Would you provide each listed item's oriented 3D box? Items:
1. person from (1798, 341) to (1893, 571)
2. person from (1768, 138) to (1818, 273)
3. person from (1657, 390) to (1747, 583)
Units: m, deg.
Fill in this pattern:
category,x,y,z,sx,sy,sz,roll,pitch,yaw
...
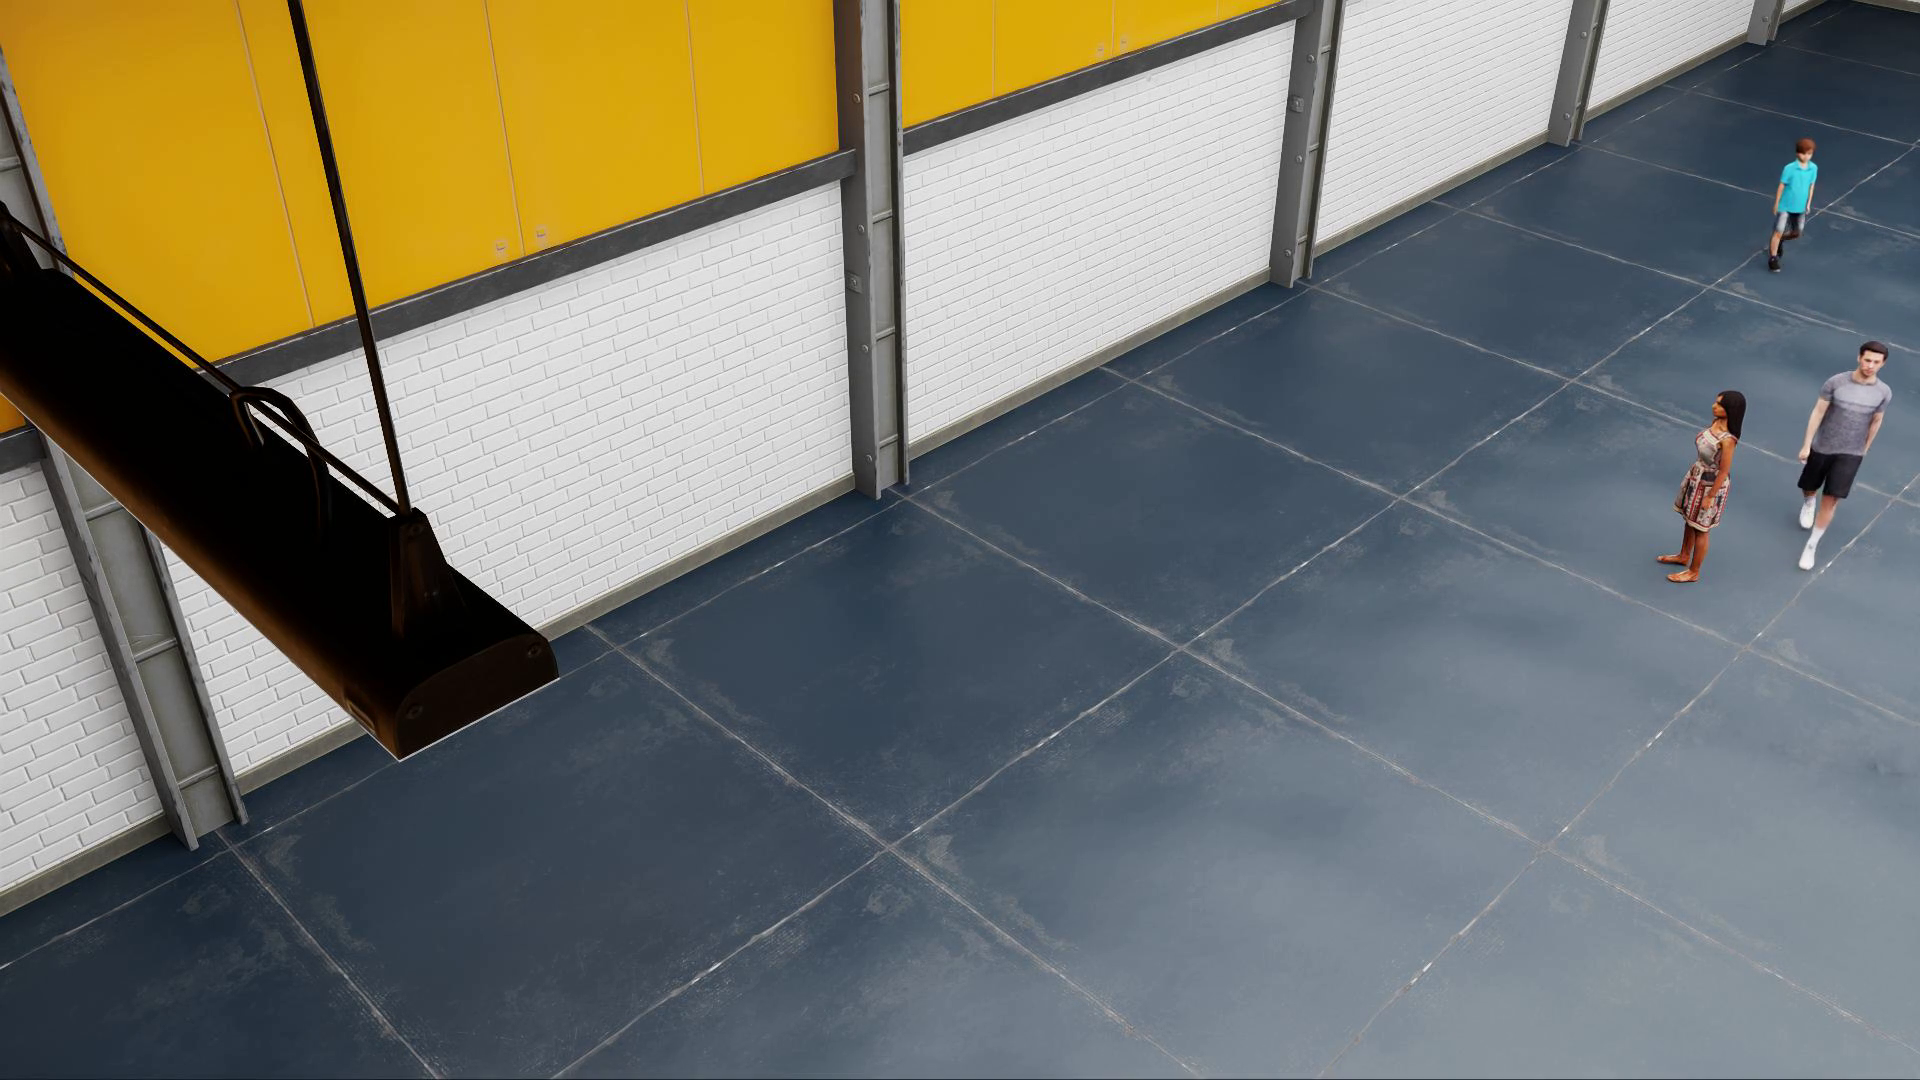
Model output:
category,x,y,z,sx,sy,sz,roll,pitch,yaw
person,6.964,-0.771,13.209,0.886,1.850,1.263,17,37,24
person,8.932,-3.638,17.890,0.758,1.442,0.820,0,34,1
person,5.793,-0.429,12.879,0.778,1.645,0.697,2,34,3
